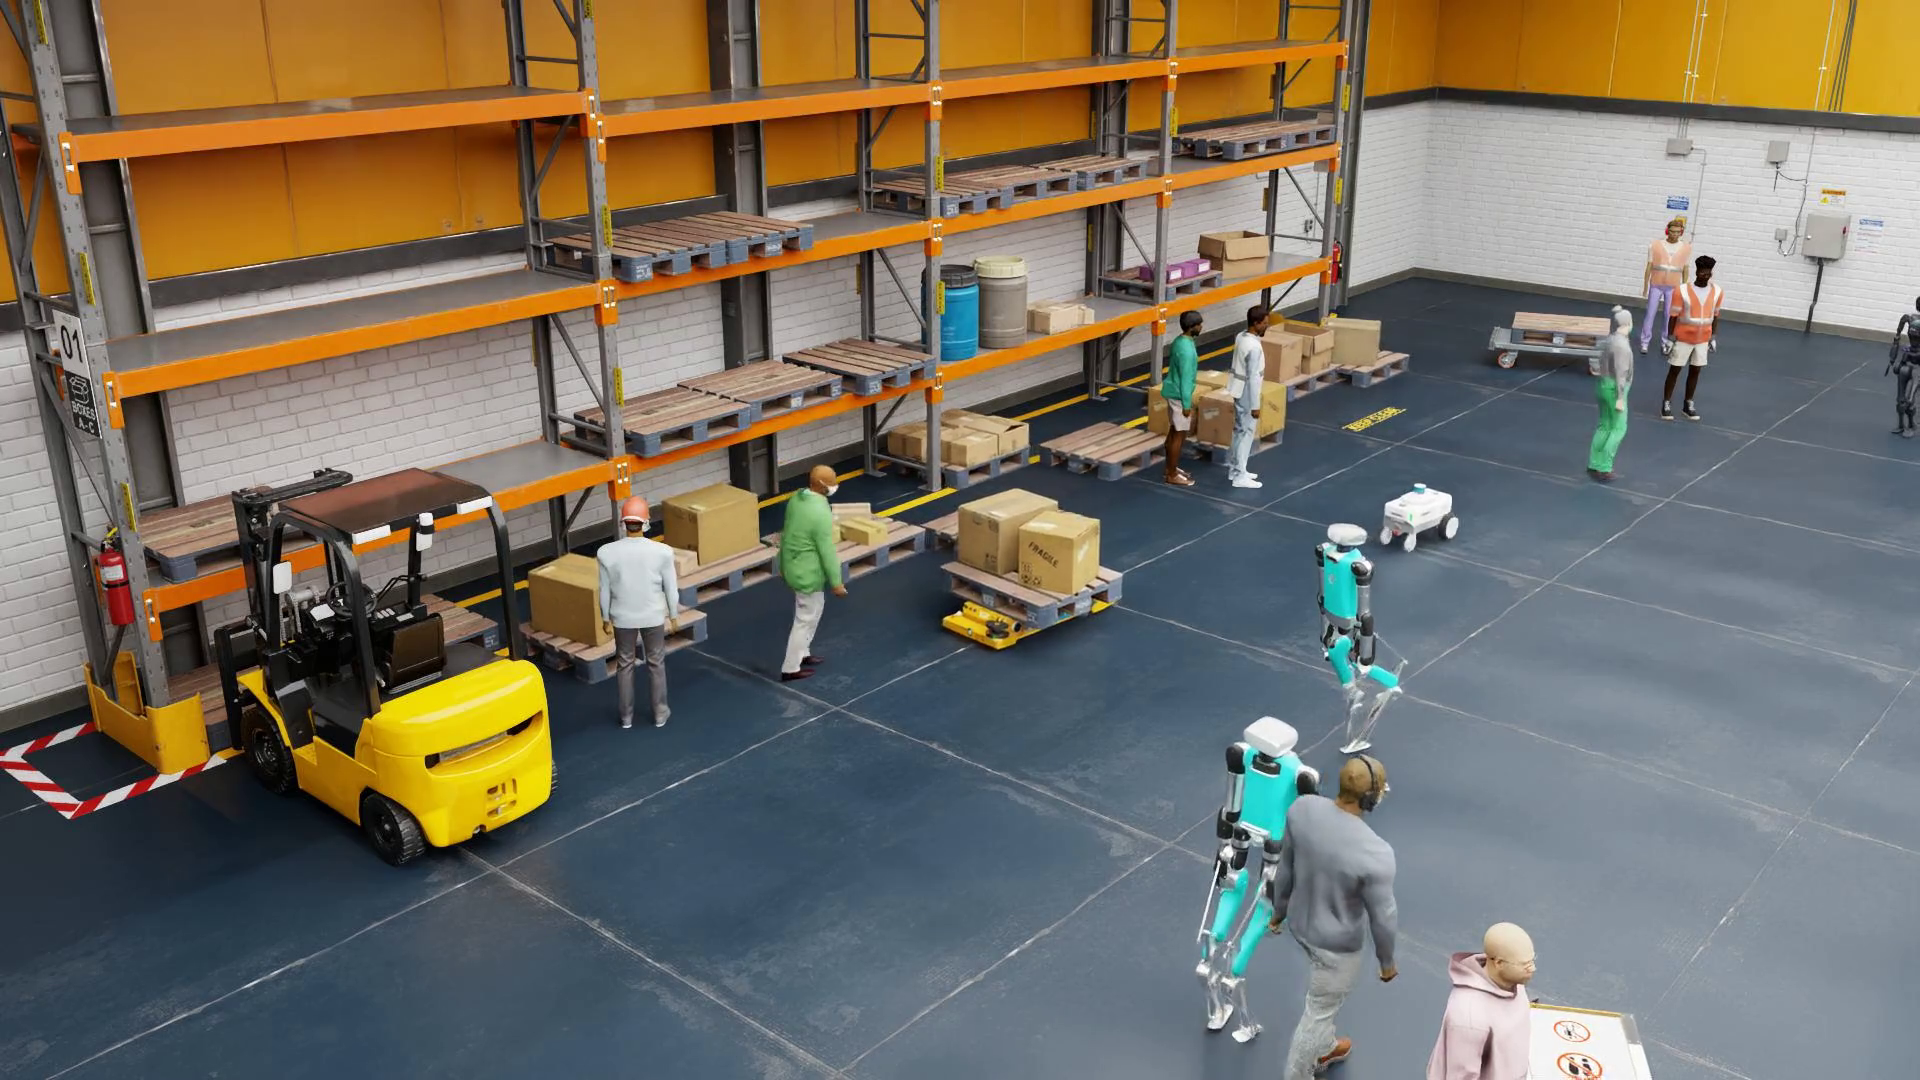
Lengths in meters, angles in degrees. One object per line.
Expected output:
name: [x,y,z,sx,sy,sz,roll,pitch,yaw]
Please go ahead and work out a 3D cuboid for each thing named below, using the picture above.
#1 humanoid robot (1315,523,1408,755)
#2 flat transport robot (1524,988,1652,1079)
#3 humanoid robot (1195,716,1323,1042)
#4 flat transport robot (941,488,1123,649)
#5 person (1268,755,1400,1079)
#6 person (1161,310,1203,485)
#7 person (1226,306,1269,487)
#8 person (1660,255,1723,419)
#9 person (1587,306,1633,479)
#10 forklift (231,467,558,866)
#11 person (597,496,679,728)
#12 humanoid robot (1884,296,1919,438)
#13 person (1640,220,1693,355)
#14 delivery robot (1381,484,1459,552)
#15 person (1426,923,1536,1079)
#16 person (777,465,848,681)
humanoid robot: [2.811,0.768,11.524,0.725,1.902,0.547,-9,22,-23]
flat transport robot: [3.049,2.727,8.163,0.659,0.231,1.431,4,21,11]
humanoid robot: [1.435,1.813,8.506,0.530,1.795,0.668,18,27,39]
flat transport robot: [0.594,0.558,14.039,1.431,0.231,0.659,-18,27,-40]
person: [1.874,1.891,8.068,0.757,1.910,0.655,-12,23,-28]
person: [2.288,-1.476,17.294,0.406,1.840,0.489,-1,20,-3]
person: [2.970,-1.484,17.211,0.410,1.909,0.595,-2,20,-4]
person: [8.608,-2.379,19.552,0.611,1.961,0.364,-1,20,-2]
person: [6.896,-1.570,17.570,0.361,1.826,0.572,0,20,0]
forklift: [-3.730,0.710,10.856,2.313,2.155,1.214,17,26,38]
person: [-2.313,0.524,12.005,0.572,1.740,0.344,-3,21,-9]
humanoid robot: [10.848,-1.994,18.911,0.410,1.647,0.590,-11,23,-26]
person: [9.582,-3.440,22.610,0.559,1.839,0.388,5,21,14]
delivery robot: [4.356,-0.235,15.796,0.805,0.609,0.499,-17,26,-39]
person: [2.148,2.362,6.982,0.408,1.775,0.526,16,26,37]
person: [-1.160,0.263,12.709,0.527,1.741,0.572,-11,23,-28]
